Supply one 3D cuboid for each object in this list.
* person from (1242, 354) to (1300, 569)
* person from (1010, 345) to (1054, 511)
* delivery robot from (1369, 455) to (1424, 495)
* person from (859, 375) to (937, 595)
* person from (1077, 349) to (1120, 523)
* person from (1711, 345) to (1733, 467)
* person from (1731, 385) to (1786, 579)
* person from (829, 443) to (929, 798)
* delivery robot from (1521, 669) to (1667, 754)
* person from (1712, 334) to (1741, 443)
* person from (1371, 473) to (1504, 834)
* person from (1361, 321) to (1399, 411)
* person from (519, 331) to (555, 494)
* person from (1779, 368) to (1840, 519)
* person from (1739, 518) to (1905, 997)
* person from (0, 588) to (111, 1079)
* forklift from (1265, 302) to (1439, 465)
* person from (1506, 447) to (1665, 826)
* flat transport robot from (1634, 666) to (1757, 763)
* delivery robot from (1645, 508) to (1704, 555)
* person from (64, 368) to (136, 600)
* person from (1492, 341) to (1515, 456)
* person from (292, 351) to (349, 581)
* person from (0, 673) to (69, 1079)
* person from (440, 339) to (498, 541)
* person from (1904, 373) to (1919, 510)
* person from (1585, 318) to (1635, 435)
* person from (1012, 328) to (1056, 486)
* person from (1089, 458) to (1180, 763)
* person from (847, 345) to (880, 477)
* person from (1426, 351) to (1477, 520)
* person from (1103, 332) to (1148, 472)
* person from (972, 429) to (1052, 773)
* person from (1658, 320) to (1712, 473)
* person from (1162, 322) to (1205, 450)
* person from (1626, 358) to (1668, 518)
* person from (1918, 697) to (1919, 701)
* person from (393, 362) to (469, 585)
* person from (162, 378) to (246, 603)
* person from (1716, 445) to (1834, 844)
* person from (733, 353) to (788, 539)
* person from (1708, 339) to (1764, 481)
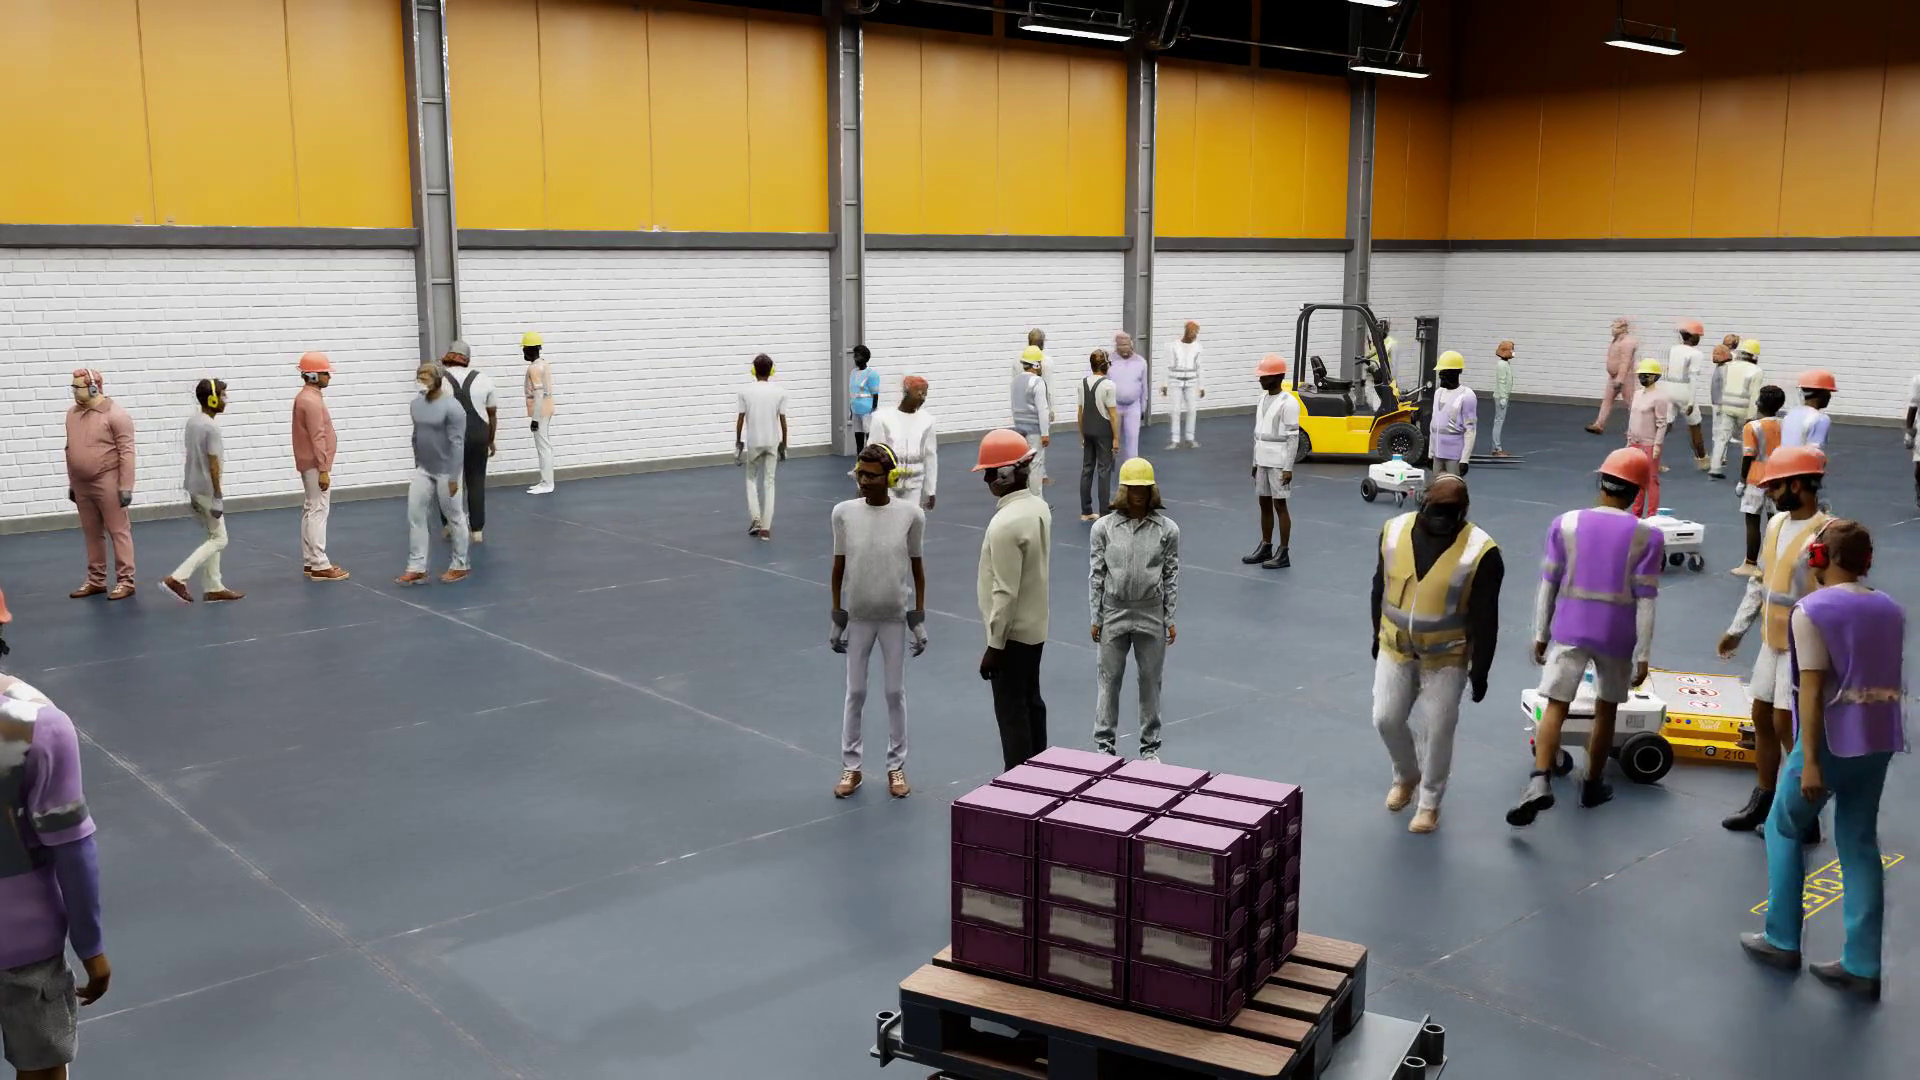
[{"bbox_3d":[2.807,-0.707,15.030,0.363,1.934,0.553,-5,11,-25],"label":"person"},{"bbox_3d":[0.803,-1.225,18.357,0.404,1.836,0.590,-6,12,-33],"label":"person"},{"bbox_3d":[4.960,-0.728,18.894,0.477,0.478,0.707,-2,10,-18],"label":"delivery robot"},{"bbox_3d":[-0.519,-0.447,13.791,0.701,1.835,0.368,-3,10,-19],"label":"person"},{"bbox_3d":[1.461,-1.080,17.481,0.508,1.846,0.345,9,13,42],"label":"person"},{"bbox_3d":[10.166,-1.795,22.283,0.266,1.631,0.507,3,10,18],"label":"person"},{"bbox_3d":[7.034,-0.506,14.546,0.540,1.700,0.316,-2,10,-14],"label":"person"},{"bbox_3d":[-0.422,0.422,8.651,0.521,1.859,0.336,0,10,3],"label":"person"},{"bbox_3d":[3.451,0.951,9.085,0.707,0.478,0.477,1,10,4],"label":"delivery robot"},{"bbox_3d":[11.611,-2.289,25.158,0.308,1.641,0.514,-3,10,-15],"label":"person"},{"bbox_3d":[2.298,0.550,8.083,0.667,1.802,0.578,7,12,37],"label":"person"},{"bbox_3d":[6.670,-2.564,26.250,0.729,1.816,0.626,-6,11,-32],"label":"person"},{"bbox_3d":[-5.014,-1.507,19.741,0.384,1.928,0.589,-1,10,-5],"label":"person"},{"bbox_3d":[6.793,-0.418,13.389,0.504,1.913,0.562,-1,10,-7],"label":"person"},{"bbox_3d":[3.414,0.826,6.471,0.596,1.788,0.689,-4,10,-21],"label":"person"},{"bbox_3d":[-2.581,1.053,4.412,0.608,2.045,0.369,-1,10,-7],"label":"person"},{"bbox_3d":[5.320,-2.157,22.763,2.313,2.155,1.214,3,10,16],"label":"forklift"},{"bbox_3d":[3.114,0.498,8.188,0.592,1.893,0.925,5,11,28],"label":"person"},{"bbox_3d":[4.377,1.011,9.840,0.652,0.197,1.431,3,10,19],"label":"flat transport robot"},{"bbox_3d":[6.284,-0.042,14.900,0.707,0.478,0.477,-3,10,-14],"label":"delivery robot"},{"bbox_3d":[-7.076,-0.454,13.650,0.643,1.905,0.400,3,10,19],"label":"person"},{"bbox_3d":[7.622,-1.973,23.327,0.285,1.633,0.499,4,10,21],"label":"person"},{"bbox_3d":[-5.591,-0.645,14.498,0.396,1.992,0.622,-6,11,-30],"label":"person"},{"bbox_3d":[-2.923,1.068,4.919,0.627,1.844,0.429,2,10,13],"label":"person"},{"bbox_3d":[-4.919,-0.997,16.420,0.724,2.000,0.535,-4,11,-24],"label":"person"},{"bbox_3d":[10.420,-1.174,17.721,0.606,1.947,0.670,5,11,28],"label":"person"},{"bbox_3d":[10.328,-2.552,26.084,0.943,1.853,0.667,-1,10,-4],"label":"person"},{"bbox_3d":[0.914,-1.631,20.438,0.635,1.936,0.355,9,13,43],"label":"person"},{"bbox_3d":[0.936,0.423,8.973,0.488,1.746,0.287,0,10,0],"label":"person"},{"bbox_3d":[-1.231,-1.626,21.110,0.316,1.696,0.542,-8,13,-40],"label":"person"},{"bbox_3d":[4.621,-0.824,15.741,0.366,1.926,0.593,-4,10,-20],"label":"person"},{"bbox_3d":[2.054,-1.703,21.073,0.670,1.874,0.775,0,10,-3],"label":"person"},{"bbox_3d":[0.249,0.447,8.124,0.388,1.987,0.608,3,10,19],"label":"person"},{"bbox_3d":[9.423,-1.850,21.571,1.049,1.986,0.633,-4,11,-23],"label":"person"},{"bbox_3d":[3.259,-2.250,24.310,0.647,1.858,0.382,-2,10,-9],"label":"person"},{"bbox_3d":[7.054,-0.985,17.147,0.298,1.772,0.533,-2,10,-12],"label":"person"},{"bbox_3d":[6.157,0.265,10.246,0.319,1.628,0.515,3,10,14],"label":"person"},{"bbox_3d":[-4.528,-0.543,14.121,0.655,1.914,0.802,5,11,29],"label":"person"},{"bbox_3d":[-6.115,-0.373,13.355,0.575,1.842,0.585,9,13,43],"label":"person"},{"bbox_3d":[3.971,0.497,8.064,0.467,1.908,0.584,-1,10,-4],"label":"person"},{"bbox_3d":[-2.001,-0.940,16.635,0.559,1.848,0.553,-2,10,-11],"label":"person"},{"bbox_3d":[9.809,-1.623,20.848,0.955,1.773,0.594,-6,11,-29],"label":"person"}]
